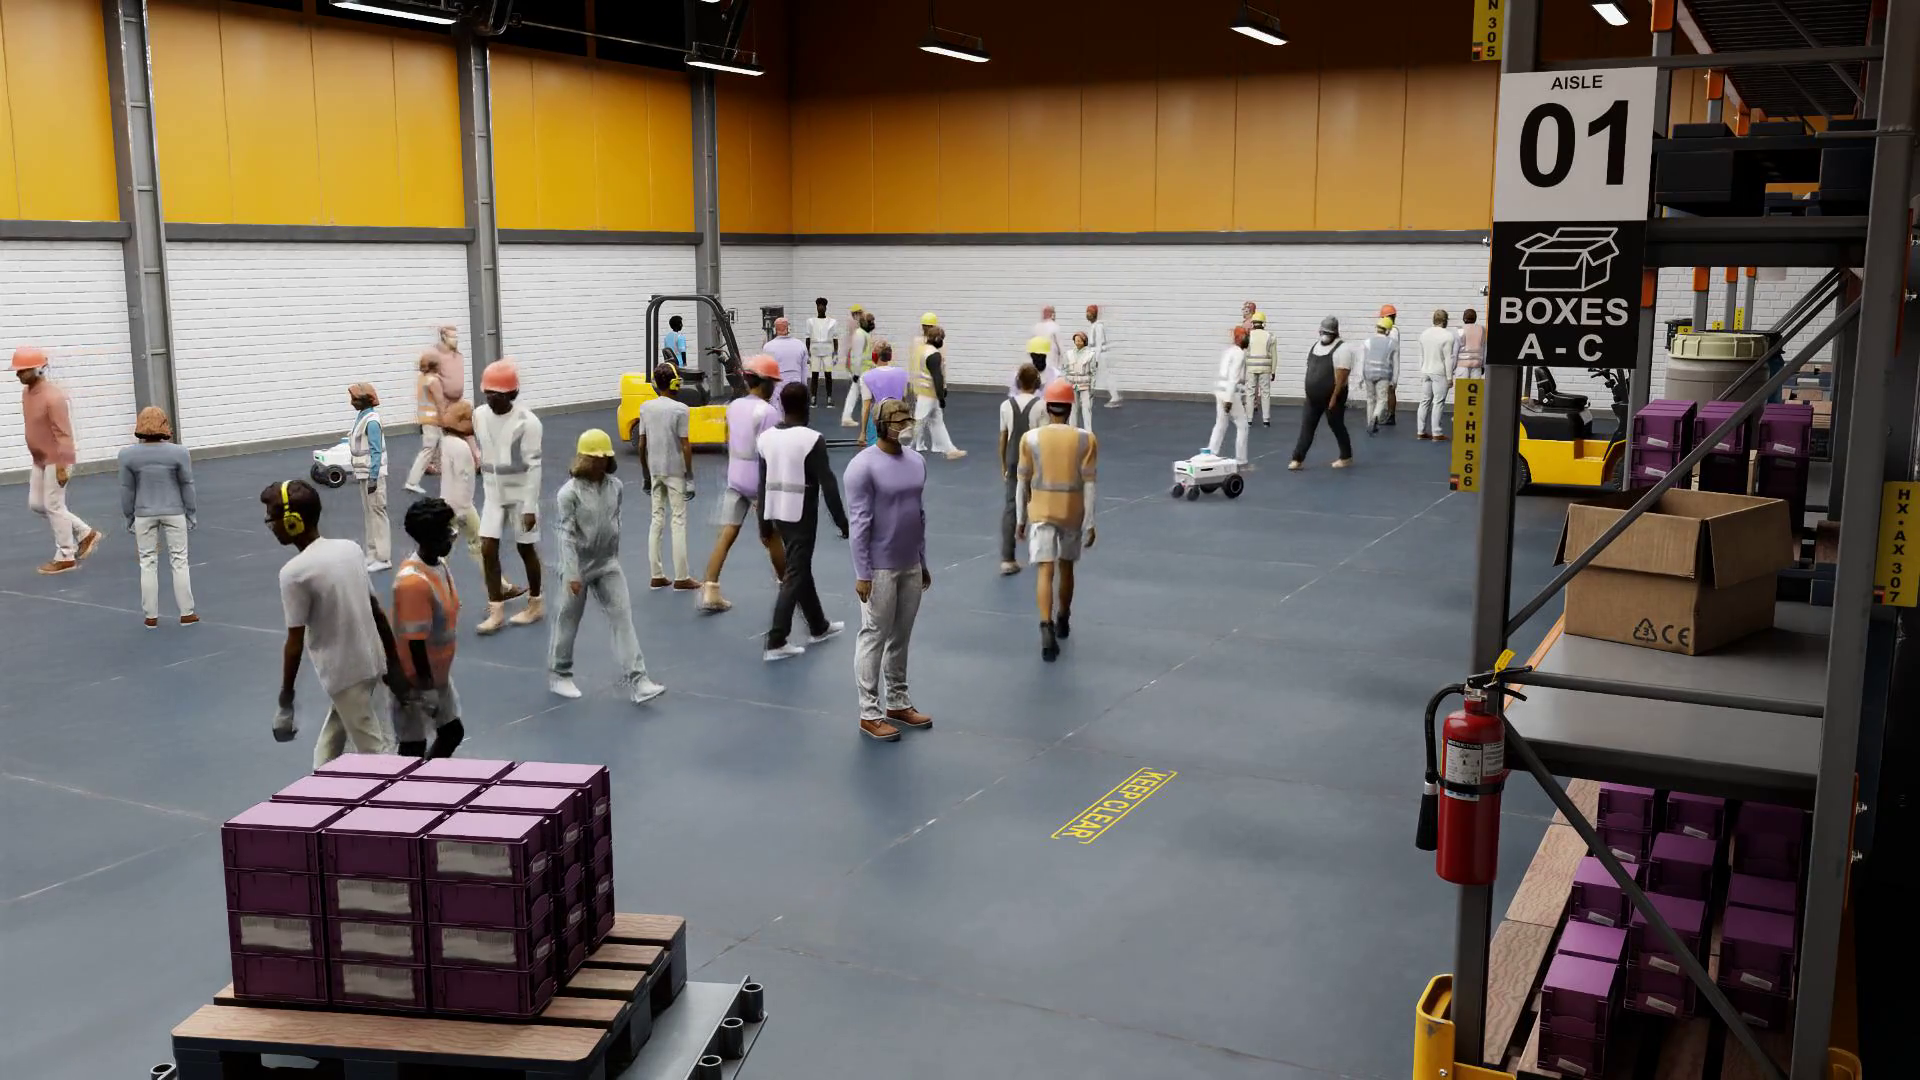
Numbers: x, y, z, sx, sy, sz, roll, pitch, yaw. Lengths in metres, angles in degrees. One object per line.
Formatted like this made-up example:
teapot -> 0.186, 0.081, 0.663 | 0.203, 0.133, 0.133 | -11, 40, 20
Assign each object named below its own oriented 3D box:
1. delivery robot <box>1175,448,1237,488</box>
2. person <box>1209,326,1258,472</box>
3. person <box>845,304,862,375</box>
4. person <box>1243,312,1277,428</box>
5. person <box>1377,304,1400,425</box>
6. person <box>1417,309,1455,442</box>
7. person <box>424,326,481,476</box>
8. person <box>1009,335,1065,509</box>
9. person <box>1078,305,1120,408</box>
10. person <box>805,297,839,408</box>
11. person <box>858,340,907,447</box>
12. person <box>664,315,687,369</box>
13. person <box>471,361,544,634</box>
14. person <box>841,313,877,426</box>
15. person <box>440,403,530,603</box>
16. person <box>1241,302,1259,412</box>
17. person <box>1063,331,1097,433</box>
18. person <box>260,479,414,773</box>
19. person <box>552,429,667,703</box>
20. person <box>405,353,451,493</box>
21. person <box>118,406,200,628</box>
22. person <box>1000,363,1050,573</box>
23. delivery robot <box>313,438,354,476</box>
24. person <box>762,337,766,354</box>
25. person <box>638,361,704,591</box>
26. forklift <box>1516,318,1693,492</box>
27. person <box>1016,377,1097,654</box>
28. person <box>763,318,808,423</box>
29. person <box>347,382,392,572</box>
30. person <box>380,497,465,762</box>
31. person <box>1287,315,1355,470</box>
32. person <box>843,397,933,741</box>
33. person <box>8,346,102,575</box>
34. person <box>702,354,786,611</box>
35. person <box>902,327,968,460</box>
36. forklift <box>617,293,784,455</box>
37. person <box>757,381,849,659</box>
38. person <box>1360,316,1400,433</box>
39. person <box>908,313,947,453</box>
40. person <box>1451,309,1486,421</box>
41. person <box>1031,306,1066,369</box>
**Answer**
delivery robot -> 2.757, -0.790, 18.674 | 0.707, 0.478, 0.477 | -6, 12, -32
person -> 3.424, -1.757, 20.845 | 0.804, 1.828, 0.595 | -2, 10, -12
person -> -2.000, -3.731, 32.478 | 0.546, 1.751, 0.437 | -8, 12, -38
person -> 4.685, -2.675, 26.197 | 0.592, 1.822, 0.404 | 1, 10, 8
person -> 6.830, -2.794, 26.560 | 0.372, 1.933, 0.542 | 2, 10, 10
person -> 6.954, -2.401, 24.312 | 0.376, 1.932, 0.632 | -6, 11, -30
person -> -6.247, -1.693, 20.429 | 1.004, 1.854, 0.663 | 5, 11, 28
person -> 0.789, -1.189, 17.373 | 0.594, 1.904, 0.817 | -2, 10, -10
person -> 2.374, -3.235, 29.409 | 1.040, 1.818, 0.594 | -3, 10, -17
person -> -2.451, -3.314, 29.475 | 0.603, 1.966, 0.368 | 0, 10, 1
person -> -0.793, -1.148, 17.289 | 0.565, 1.845, 0.390 | -8, 12, -37
person -> -4.779, -2.940, 28.090 | 0.315, 1.696, 0.540 | -10, 14, -44
person -> -3.255, -0.302, 12.002 | 0.623, 1.978, 0.841 | 4, 10, 20
person -> -1.463, -2.671, 26.259 | 0.946, 1.792, 0.635 | 0, 10, 0
person -> -3.792, -0.265, 12.880 | 0.828, 1.590, 0.518 | -6, 12, -33
person -> 4.981, -3.159, 28.755 | 0.404, 1.906, 0.651 | 5, 11, 28
person -> 1.703, -2.148, 23.675 | 0.513, 1.638, 0.307 | 6, 11, 29
person -> -2.694, 0.628, 7.173 | 1.033, 1.788, 0.520 | 1, 10, 6
person -> -2.202, 0.170, 10.104 | 0.916, 1.687, 0.488 | 9, 13, 42
person -> -6.073, -1.341, 19.084 | 0.754, 1.607, 0.522 | -6, 11, -31
person -> -5.872, -0.165, 12.210 | 0.501, 1.633, 0.279 | -3, 10, -18
person -> 0.584, -0.635, 14.463 | 0.525, 1.787, 1.018 | 4, 11, 24
delivery robot -> -7.268, -0.971, 19.725 | 0.707, 0.478, 0.477 | -8, 13, -38
person -> -2.886, -2.580, 25.830 | 0.331, 1.760, 0.523 | -6, 11, -30
person -> -2.379, -0.514, 13.560 | 0.513, 1.867, 0.331 | 5, 11, 26
forklift -> 7.066, -1.601, 18.899 | 2.313, 2.155, 1.214 | 5, 11, 27
person -> 0.666, -0.177, 11.541 | 0.557, 1.898, 0.971 | 0, 10, 3
person -> -2.312, -1.959, 21.822 | 0.637, 1.904, 0.403 | -6, 11, -30
person -> -5.114, -0.548, 14.413 | 0.308, 1.639, 0.511 | -6, 11, -31
person -> -2.466, 0.619, 7.557 | 0.470, 1.660, 0.548 | 0, 10, 0
person -> 4.668, -1.900, 21.072 | 0.989, 2.000, 0.697 | -8, 12, -38
person -> -0.390, 0.156, 9.473 | 0.372, 1.939, 0.630 | 7, 12, 35
person -> -7.778, -0.690, 14.264 | 0.657, 1.968, 0.602 | 8, 12, 38
person -> -1.626, -0.437, 12.834 | 0.634, 1.981, 1.085 | 9, 13, 41
person -> -0.390, -1.919, 21.951 | 0.967, 1.781, 0.635 | -2, 10, -11
forklift -> -3.588, -2.317, 23.042 | 2.313, 2.155, 1.214 | -1, 10, -5
person -> -1.063, -0.152, 11.444 | 0.598, 1.876, 0.868 | 9, 13, 43
person -> 6.315, -2.474, 25.104 | 0.598, 1.799, 0.720 | 5, 11, 26
person -> -0.433, -2.162, 22.915 | 0.586, 1.928, 0.369 | 6, 11, 29
person -> 8.264, -2.835, 27.061 | 0.619, 1.845, 0.430 | -1, 10, -7
person -> 1.489, -3.034, 28.179 | 0.990, 1.864, 0.642 | -8, 12, -37
